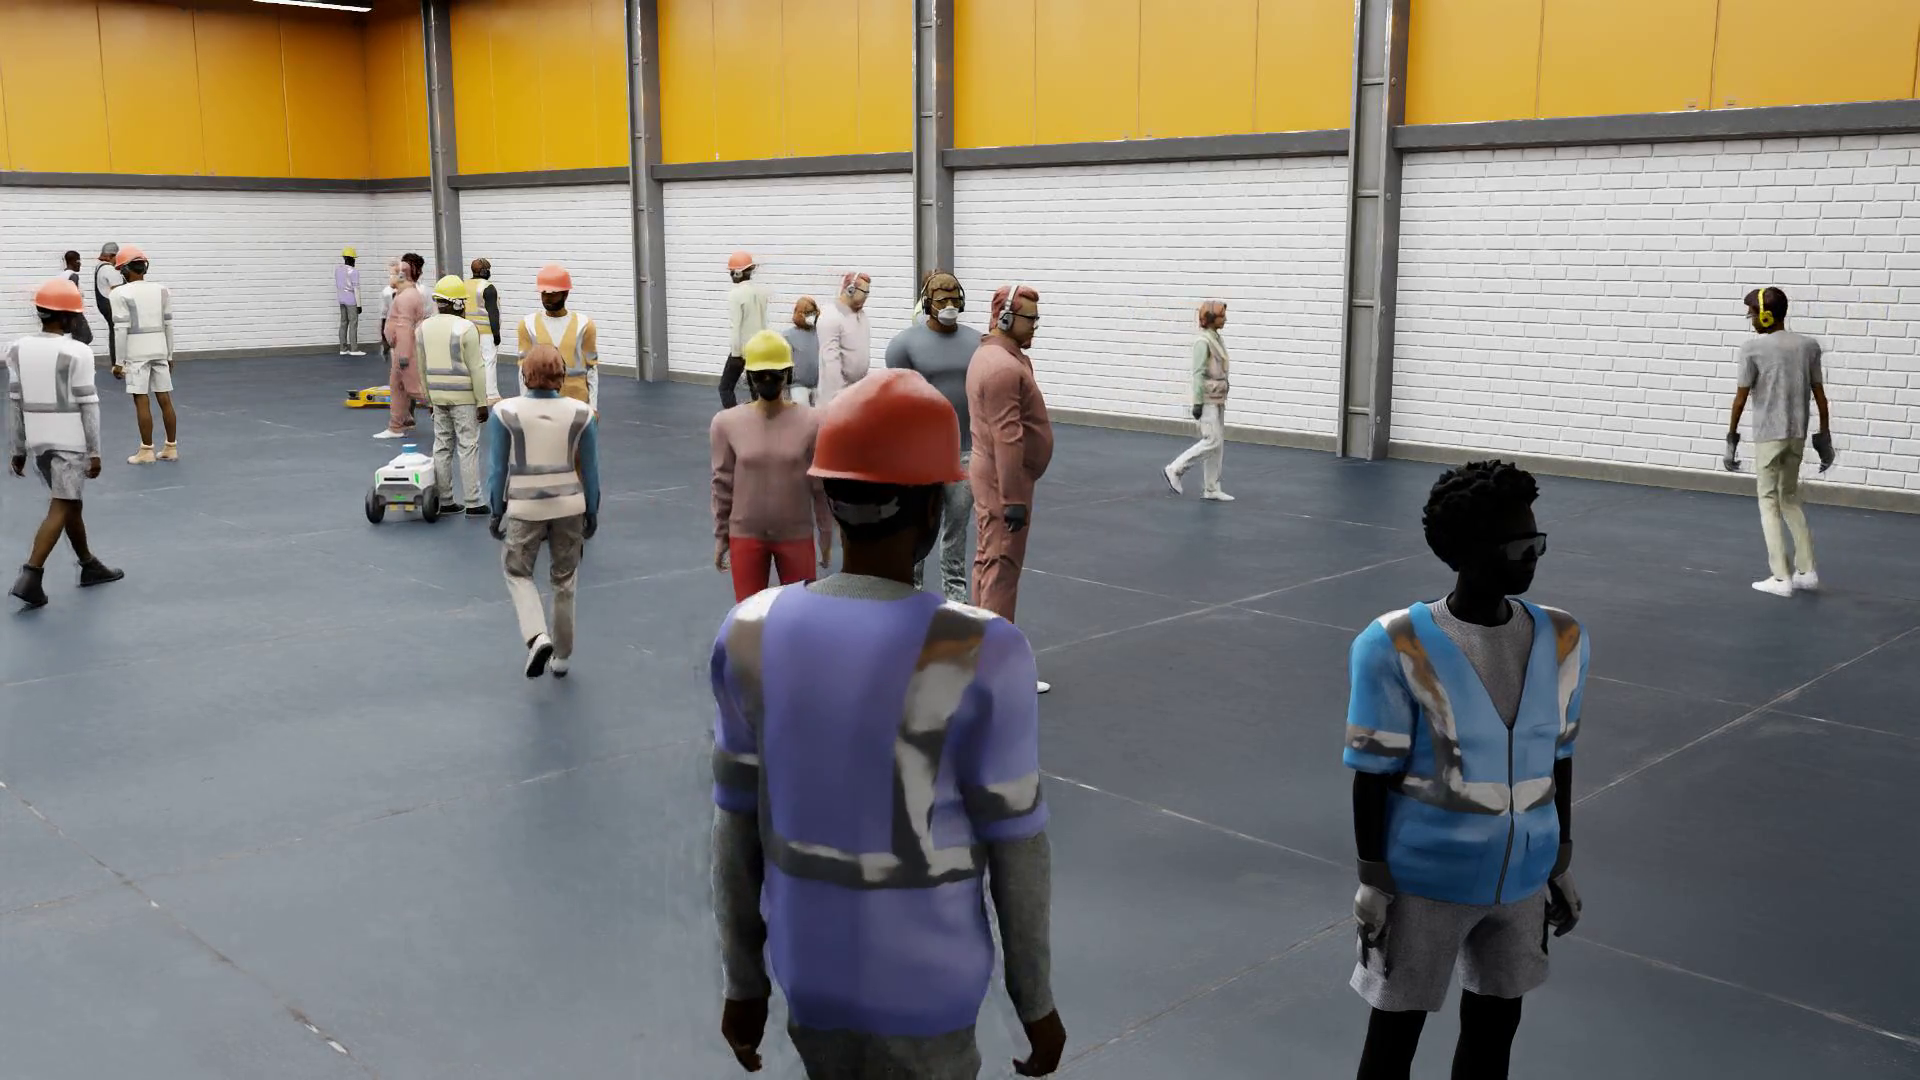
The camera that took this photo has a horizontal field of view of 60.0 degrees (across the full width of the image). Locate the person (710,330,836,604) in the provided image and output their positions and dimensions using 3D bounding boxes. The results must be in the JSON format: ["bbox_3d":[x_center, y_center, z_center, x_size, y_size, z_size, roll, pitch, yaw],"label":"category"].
[{"bbox_3d":[-0.791,-0.028,7.108,0.528,1.753,0.552,0,10,-2],"label":"person"}]

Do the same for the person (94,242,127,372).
[{"bbox_3d":[-13.187,-3.639,25.988,0.538,2.000,0.700,-8,13,-36],"label":"person"}]

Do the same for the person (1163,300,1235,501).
[{"bbox_3d":[1.958,-1.113,13.354,0.479,1.624,0.519,4,11,21],"label":"person"}]

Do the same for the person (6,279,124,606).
[{"bbox_3d":[-5.308,-0.579,9.746,0.552,1.891,0.969,2,11,12],"label":"person"}]

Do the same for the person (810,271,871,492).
[{"bbox_3d":[-0.946,-1.271,13.638,0.990,1.846,0.660,7,12,32],"label":"person"}]

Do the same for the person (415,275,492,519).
[{"bbox_3d":[-3.796,-1.073,12.562,0.590,1.833,0.404,5,11,25],"label":"person"}]

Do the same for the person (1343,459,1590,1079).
[{"bbox_3d":[1.022,0.678,3.379,0.536,1.700,0.318,-3,11,-16],"label":"person"}]

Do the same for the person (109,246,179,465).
[{"bbox_3d":[-7.617,-1.711,15.495,0.397,2.034,0.605,6,12,29],"label":"person"}]

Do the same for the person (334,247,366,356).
[{"bbox_3d":[-10.858,-4.239,29.613,0.582,1.918,0.405,6,12,31],"label":"person"}]

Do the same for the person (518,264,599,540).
[{"bbox_3d":[-2.800,-0.955,11.641,0.548,1.934,0.376,-2,11,-11],"label":"person"}]

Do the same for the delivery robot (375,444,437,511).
[{"bbox_3d":[-4.143,-0.479,12.553,0.477,0.478,0.707,0,10,-1],"label":"delivery robot"}]

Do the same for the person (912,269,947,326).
[{"bbox_3d":[-0.217,-1.423,14.447,0.430,1.845,0.621,0,10,2],"label":"person"}]

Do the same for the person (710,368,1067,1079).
[{"bbox_3d":[-0.118,0.689,2.709,0.553,1.920,0.433,6,12,30],"label":"person"}]

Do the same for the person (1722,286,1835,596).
[{"bbox_3d":[4.871,-0.588,9.918,0.545,1.831,0.498,-1,10,-8],"label":"person"}]

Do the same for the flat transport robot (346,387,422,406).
[{"bbox_3d":[-6.864,-1.805,20.818,1.431,0.197,0.652,0,10,-2],"label":"flat transport robot"}]

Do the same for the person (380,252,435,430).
[{"bbox_3d":[-6.059,-2.168,18.227,0.709,1.940,0.484,2,11,10],"label":"person"}]

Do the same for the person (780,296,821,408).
[{"bbox_3d":[-1.373,-1.338,14.623,0.500,1.611,0.656,-6,12,-30],"label":"person"}]

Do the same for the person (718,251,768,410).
[{"bbox_3d":[-2.194,-1.884,16.618,0.672,1.974,0.621,7,12,32],"label":"person"}]

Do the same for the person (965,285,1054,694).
[{"bbox_3d":[0.237,-0.240,7.840,0.405,1.903,0.636,-1,10,-6],"label":"person"}]

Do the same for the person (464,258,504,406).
[{"bbox_3d":[-5.983,-2.609,20.917,0.623,1.844,0.429,8,13,36],"label":"person"}]

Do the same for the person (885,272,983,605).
[{"bbox_3d":[-0.103,-0.476,9.016,0.635,1.937,0.354,-5,12,-26],"label":"person"}]

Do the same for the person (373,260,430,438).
[{"bbox_3d":[-5.735,-1.989,17.447,0.849,1.880,0.651,-3,11,-16],"label":"person"}]

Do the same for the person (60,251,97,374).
[{"bbox_3d":[-13.545,-3.462,25.412,0.453,1.899,0.626,-9,13,-39],"label":"person"}]

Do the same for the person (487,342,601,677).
[{"bbox_3d":[-1.964,-0.123,7.920,0.538,1.625,0.459,-4,11,-22],"label":"person"}]
